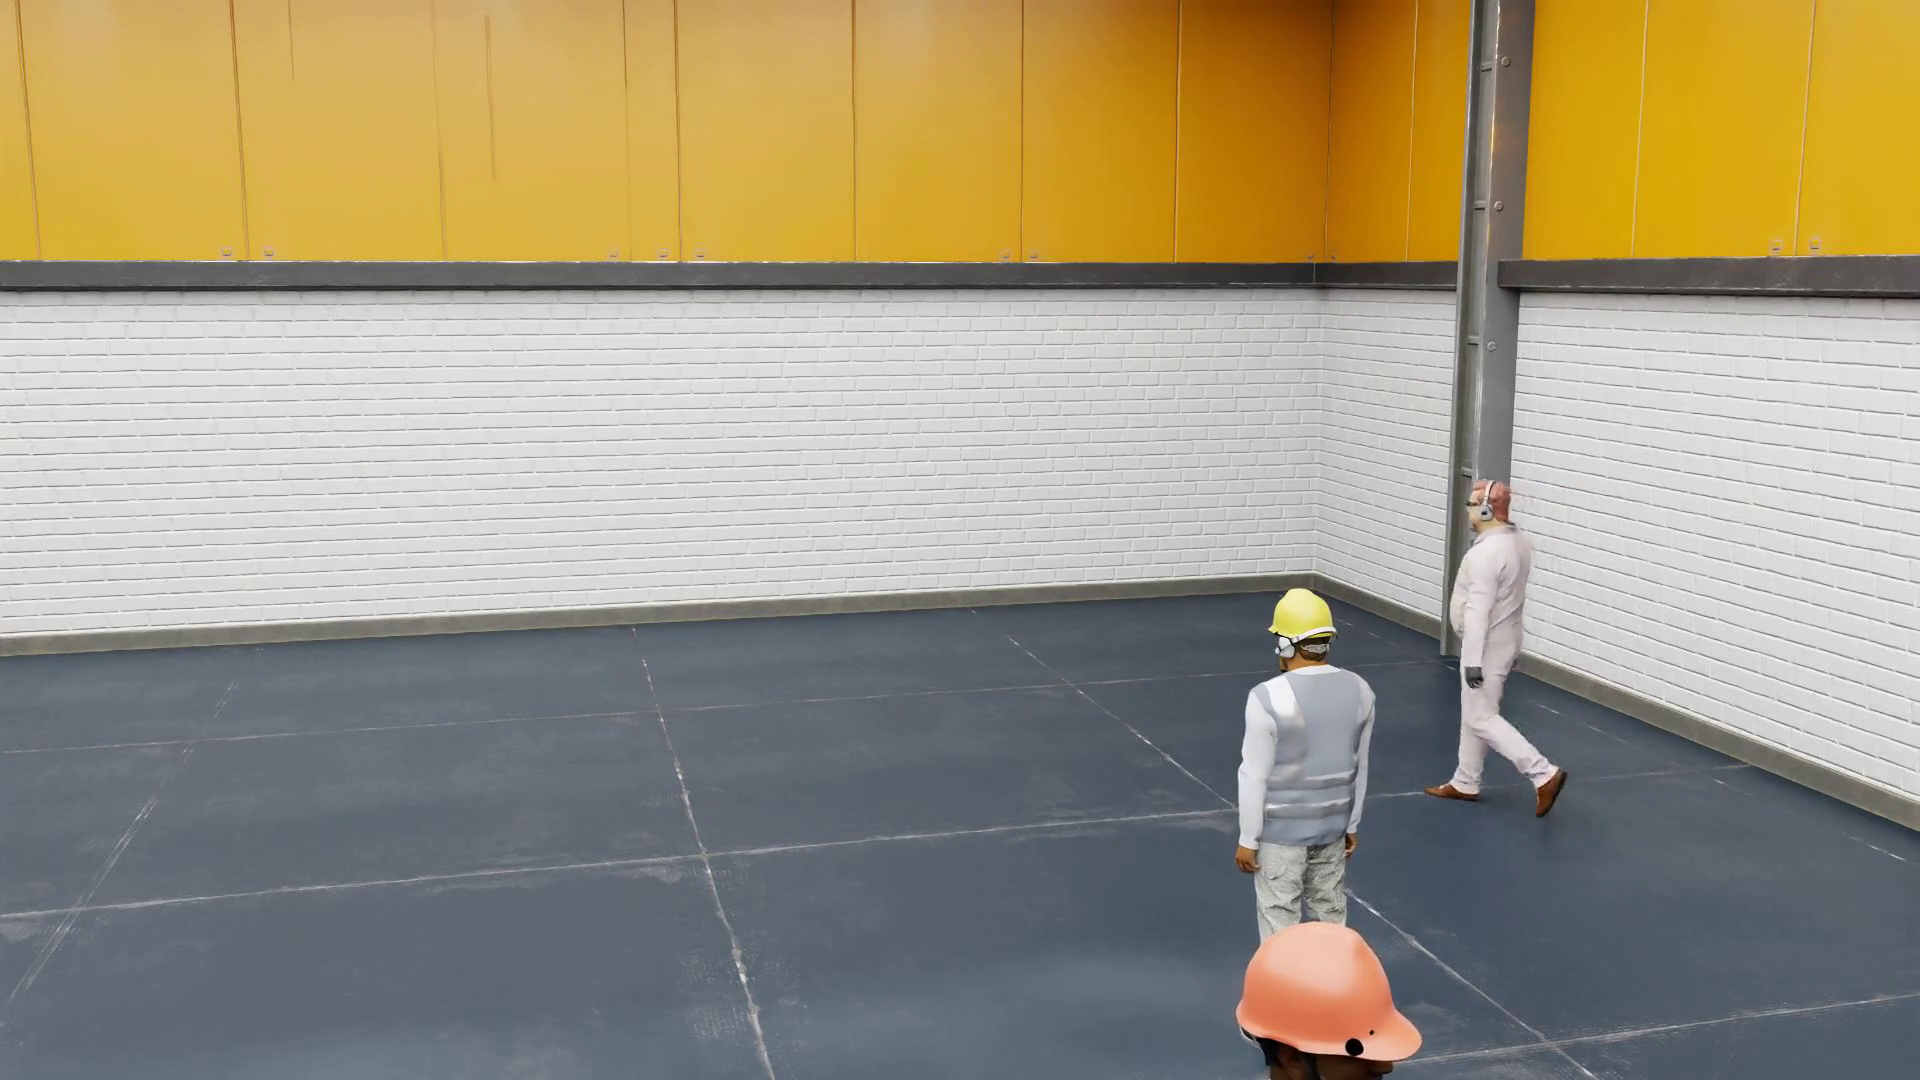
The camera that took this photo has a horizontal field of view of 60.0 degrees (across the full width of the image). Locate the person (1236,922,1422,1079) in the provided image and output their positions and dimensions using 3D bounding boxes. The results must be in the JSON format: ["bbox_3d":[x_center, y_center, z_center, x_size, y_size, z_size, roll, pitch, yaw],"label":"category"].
[{"bbox_3d":[0.599,1.602,2.945,0.358,1.938,0.542,4,10,24],"label":"person"}]

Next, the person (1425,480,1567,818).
[{"bbox_3d":[3.034,0.610,9.305,0.759,1.890,0.657,6,11,33],"label":"person"}]

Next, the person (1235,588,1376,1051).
[{"bbox_3d":[1.322,1.096,6.478,0.586,1.824,0.404,-5,10,-28],"label":"person"}]
